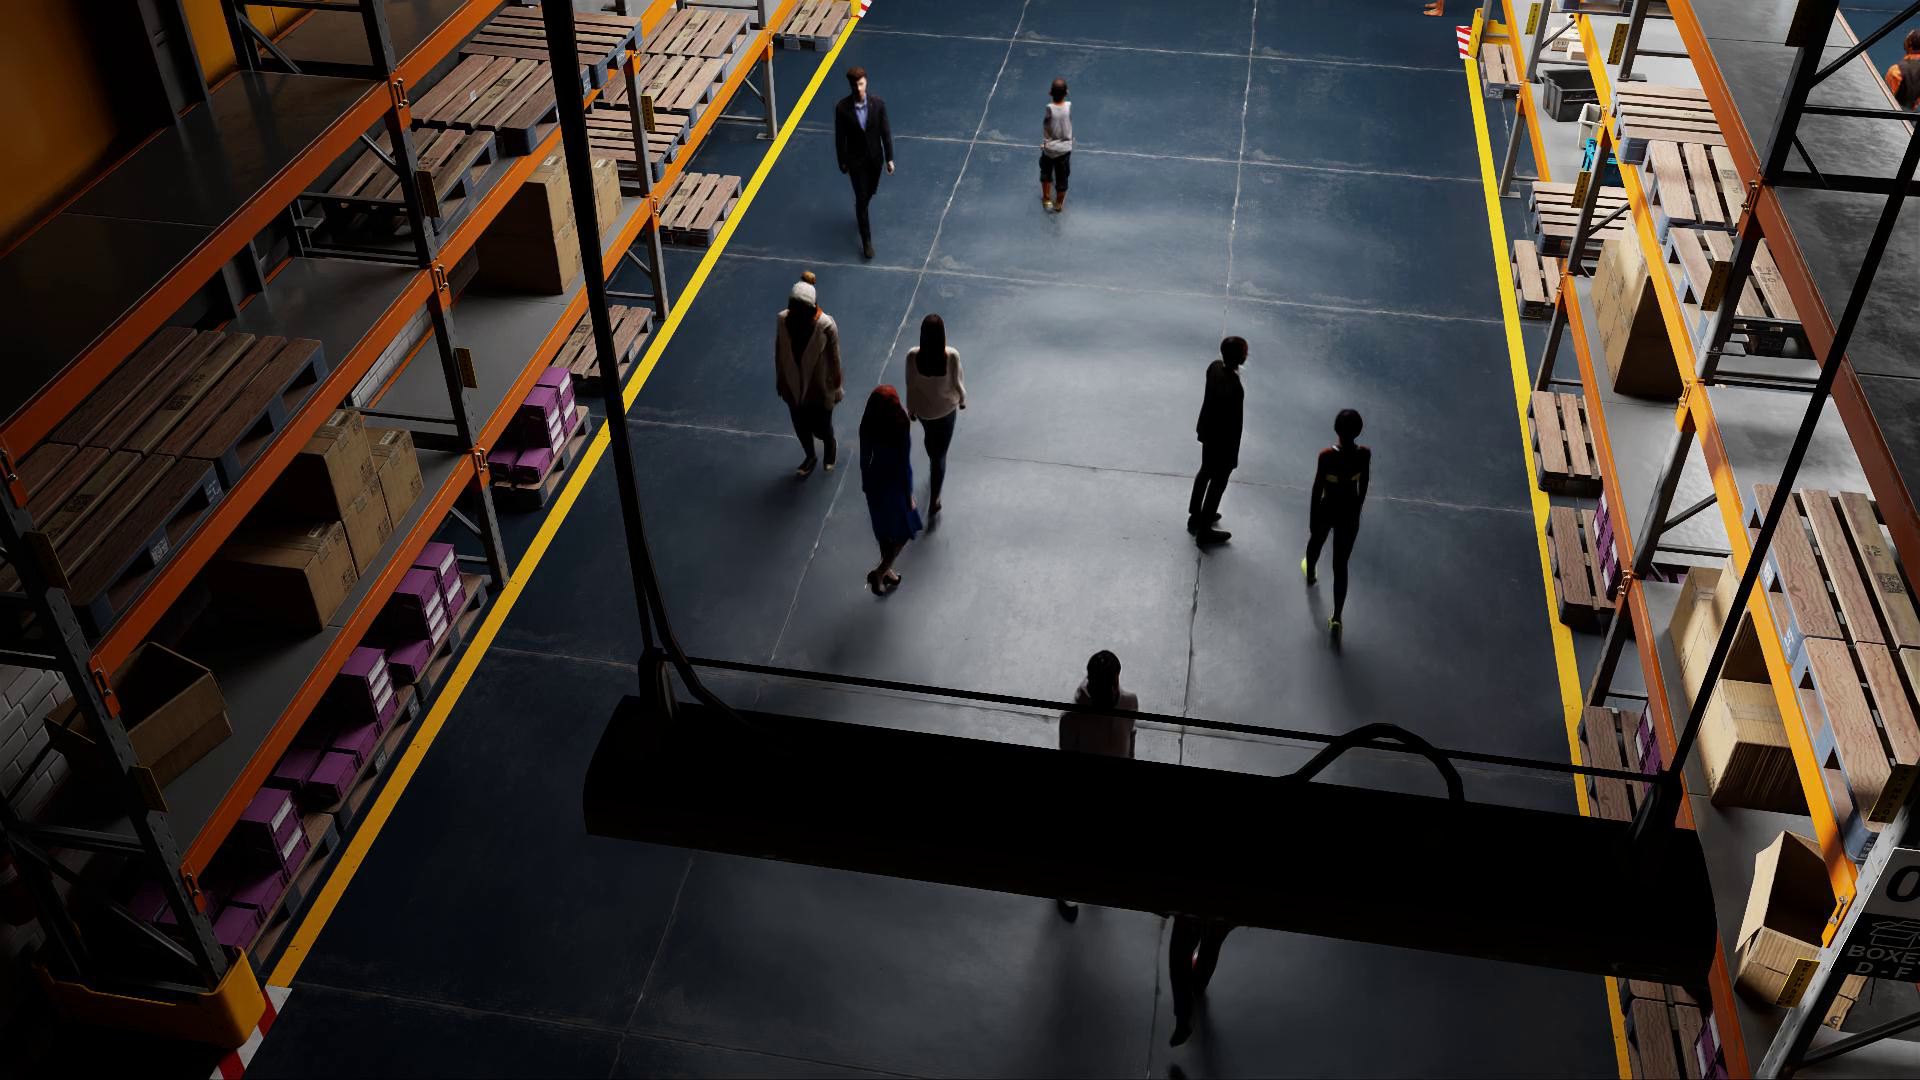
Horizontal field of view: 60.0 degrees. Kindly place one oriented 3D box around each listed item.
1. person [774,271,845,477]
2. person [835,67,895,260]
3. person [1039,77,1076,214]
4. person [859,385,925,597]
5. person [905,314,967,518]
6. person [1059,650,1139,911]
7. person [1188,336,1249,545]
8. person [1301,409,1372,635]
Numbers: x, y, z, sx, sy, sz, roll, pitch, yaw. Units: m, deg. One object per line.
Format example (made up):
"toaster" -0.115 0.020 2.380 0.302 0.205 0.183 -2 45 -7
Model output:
"person" -1.168 -1.358 13.392 0.766 1.884 0.758 13 40 16
"person" -0.958 -3.833 16.510 1.043 1.861 1.290 -11 40 -13
"person" 1.019 -4.080 17.154 0.650 1.444 0.737 -2 39 -3
"person" -0.569 -0.293 12.111 0.811 1.818 0.924 24 45 27
"person" -0.189 -0.960 13.082 0.645 1.650 1.115 8 39 10
"person" 0.785 1.390 9.915 0.774 1.929 0.797 -17 41 -20
"person" 1.975 -0.772 12.729 0.783 1.797 0.638 -10 40 -12
"person" 2.733 -0.113 11.970 0.667 1.713 1.176 2 39 2
